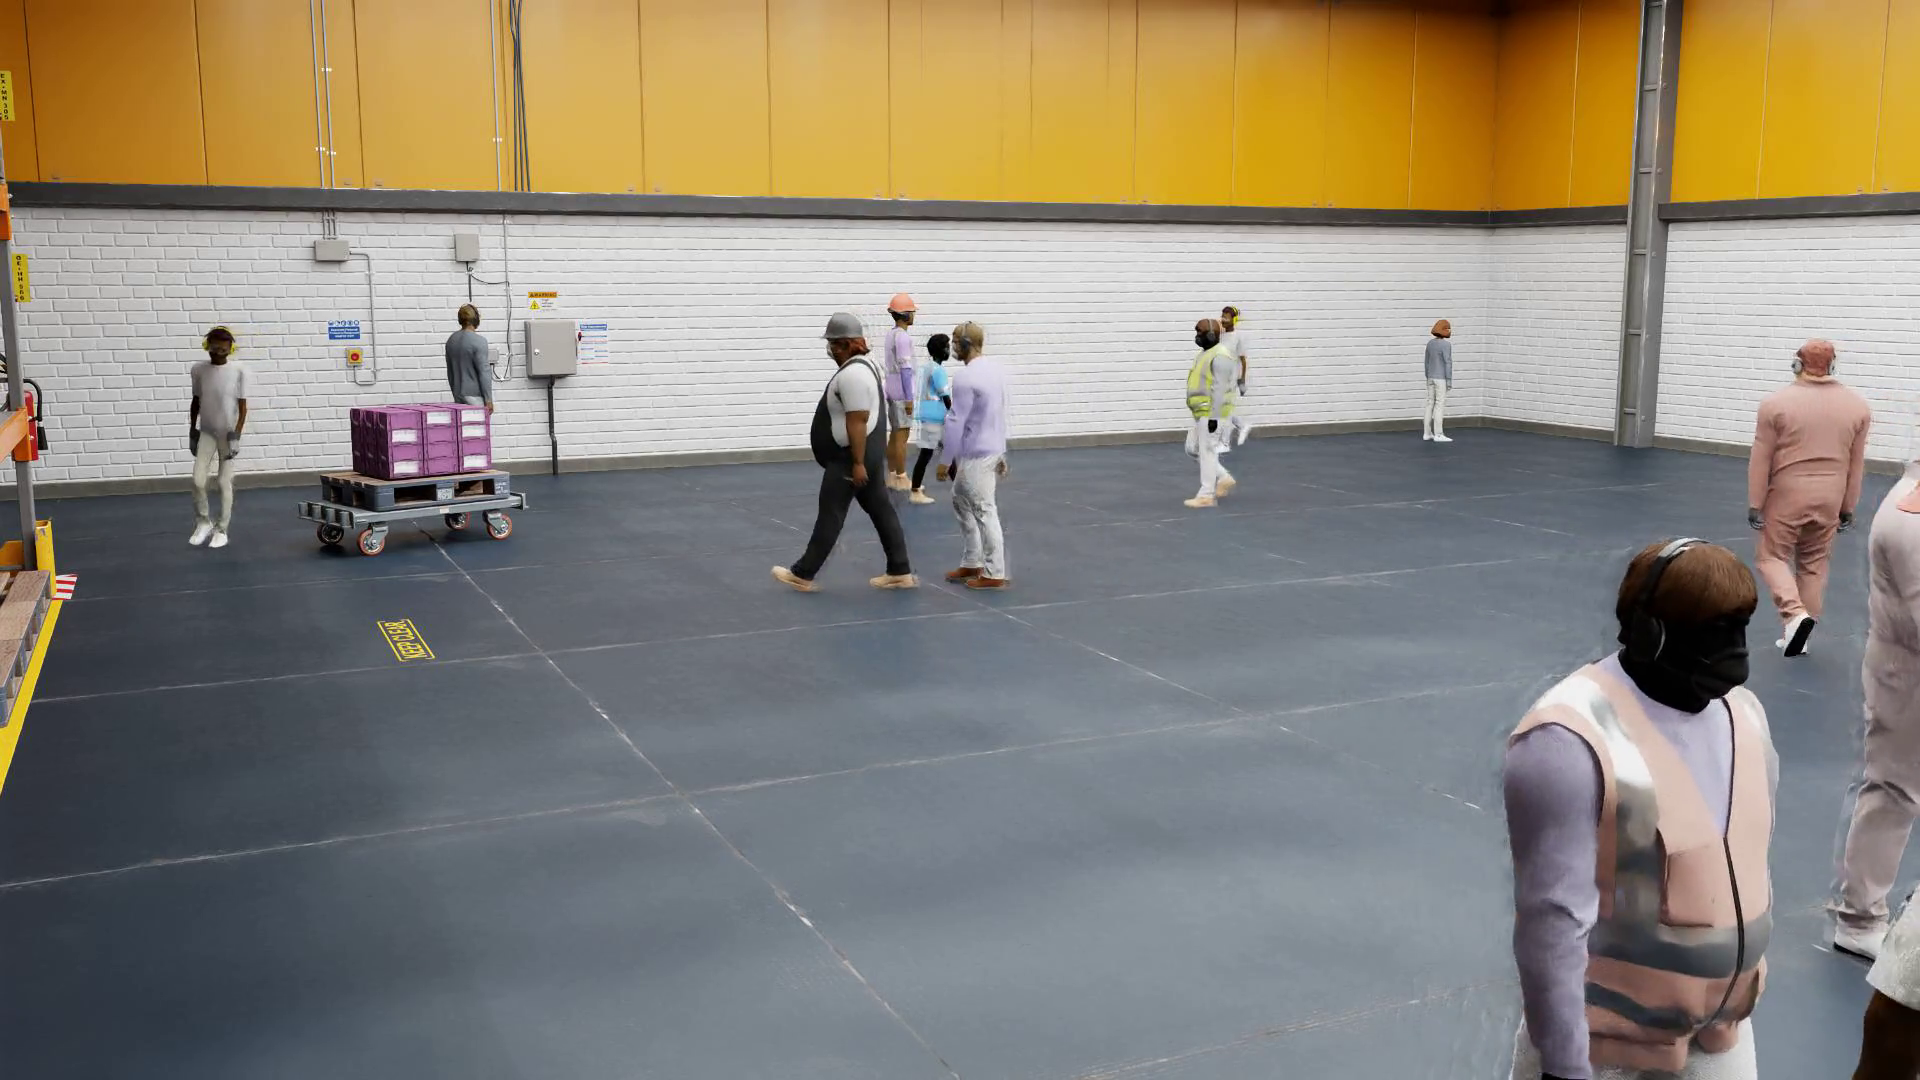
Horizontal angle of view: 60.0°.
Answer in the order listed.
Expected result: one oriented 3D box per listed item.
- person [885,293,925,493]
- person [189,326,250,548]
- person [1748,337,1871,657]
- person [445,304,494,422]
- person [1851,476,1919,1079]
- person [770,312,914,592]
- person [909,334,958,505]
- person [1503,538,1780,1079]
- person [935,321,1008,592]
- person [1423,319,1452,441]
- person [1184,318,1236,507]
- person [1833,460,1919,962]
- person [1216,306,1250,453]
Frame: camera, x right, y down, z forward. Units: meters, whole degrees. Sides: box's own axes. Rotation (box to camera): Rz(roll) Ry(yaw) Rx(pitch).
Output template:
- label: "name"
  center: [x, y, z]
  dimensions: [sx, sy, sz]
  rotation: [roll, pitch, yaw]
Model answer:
- label: "person"
  center: [-0.585, -1.506, 17.108]
  dimensions: [0.367, 2.048, 0.607]
  rotation: [-3, 10, -17]
- label: "person"
  center: [-6.088, -0.834, 13.619]
  dimensions: [0.590, 1.831, 0.489]
  rotation: [0, 9, -1]
- label: "person"
  center: [4.919, -0.226, 9.657]
  dimensions: [0.646, 1.895, 0.622]
  rotation: [0, 9, 2]
- label: "person"
  center: [-5.043, -1.468, 17.210]
  dimensions: [0.633, 1.940, 0.368]
  rotation: [7, 11, 36]
- label: "person"
  center: [2.230, 0.716, 3.542]
  dimensions: [1.076, 1.987, 0.641]
  rotation: [1, 9, 6]
- label: "person"
  center: [-0.808, -0.644, 11.781]
  dimensions: [1.026, 2.000, 0.704]
  rotation: [1, 9, 8]
- label: "person"
  center: [-0.128, -1.166, 16.185]
  dimensions: [0.815, 1.660, 0.540]
  rotation: [-1, 9, -4]
- label: "person"
  center: [1.235, 0.864, 3.203]
  dimensions: [0.639, 1.805, 0.911]
  rotation: [-4, 10, -26]
- label: "person"
  center: [0.054, -0.586, 11.804]
  dimensions: [0.679, 1.913, 0.644]
  rotation: [3, 10, 17]
- label: "person"
  center: [6.421, -2.136, 22.299]
  dimensions: [0.267, 1.631, 0.507]
  rotation: [-3, 10, -20]
- label: "person"
  center: [2.408, -1.222, 16.039]
  dimensions: [0.466, 1.829, 0.627]
  rotation: [-2, 9, -10]
- label: "person"
  center: [3.206, 0.485, 5.266]
  dimensions: [0.709, 1.886, 0.653]
  rotation: [8, 12, 41]
- label: "person"
  center: [3.424, -2.026, 20.945]
  dimensions: [0.639, 1.849, 0.529]
  rotation: [-6, 11, -32]
